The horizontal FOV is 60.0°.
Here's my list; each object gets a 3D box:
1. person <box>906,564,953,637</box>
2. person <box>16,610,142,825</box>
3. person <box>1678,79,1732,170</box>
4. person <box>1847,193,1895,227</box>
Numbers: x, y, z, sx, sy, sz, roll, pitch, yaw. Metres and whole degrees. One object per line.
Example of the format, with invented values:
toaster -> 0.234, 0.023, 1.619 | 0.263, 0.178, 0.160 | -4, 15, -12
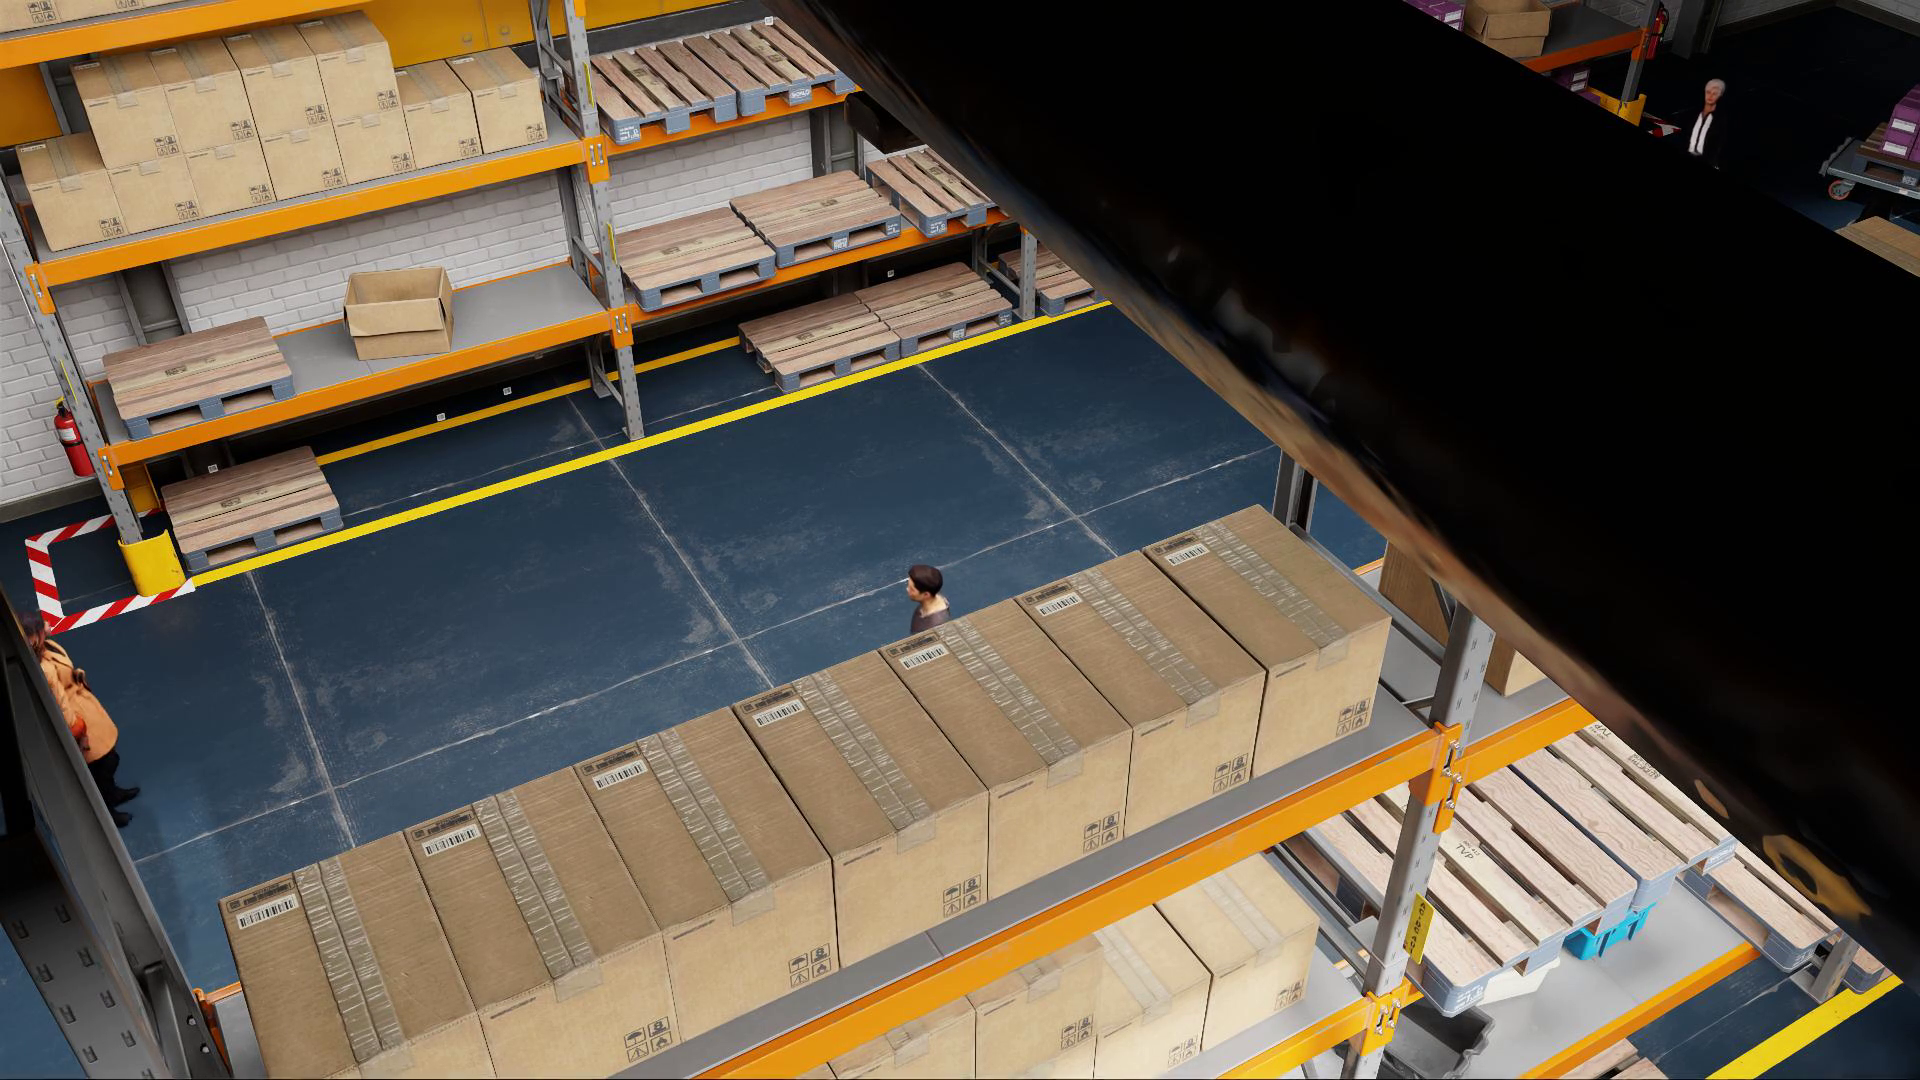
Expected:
person -> -0.103, 0.839, 10.934 | 1.144, 1.694, 0.887 | -4, 39, -6
person -> -5.684, 1.148, 10.528 | 0.644, 1.718, 0.761 | -24, 44, -27
person -> 7.746, -3.950, 17.286 | 0.959, 1.751, 1.157 | 31, 48, 33
person -> 7.942, -2.290, 14.822 | 0.550, 1.731, 0.628 | -25, 45, -28
